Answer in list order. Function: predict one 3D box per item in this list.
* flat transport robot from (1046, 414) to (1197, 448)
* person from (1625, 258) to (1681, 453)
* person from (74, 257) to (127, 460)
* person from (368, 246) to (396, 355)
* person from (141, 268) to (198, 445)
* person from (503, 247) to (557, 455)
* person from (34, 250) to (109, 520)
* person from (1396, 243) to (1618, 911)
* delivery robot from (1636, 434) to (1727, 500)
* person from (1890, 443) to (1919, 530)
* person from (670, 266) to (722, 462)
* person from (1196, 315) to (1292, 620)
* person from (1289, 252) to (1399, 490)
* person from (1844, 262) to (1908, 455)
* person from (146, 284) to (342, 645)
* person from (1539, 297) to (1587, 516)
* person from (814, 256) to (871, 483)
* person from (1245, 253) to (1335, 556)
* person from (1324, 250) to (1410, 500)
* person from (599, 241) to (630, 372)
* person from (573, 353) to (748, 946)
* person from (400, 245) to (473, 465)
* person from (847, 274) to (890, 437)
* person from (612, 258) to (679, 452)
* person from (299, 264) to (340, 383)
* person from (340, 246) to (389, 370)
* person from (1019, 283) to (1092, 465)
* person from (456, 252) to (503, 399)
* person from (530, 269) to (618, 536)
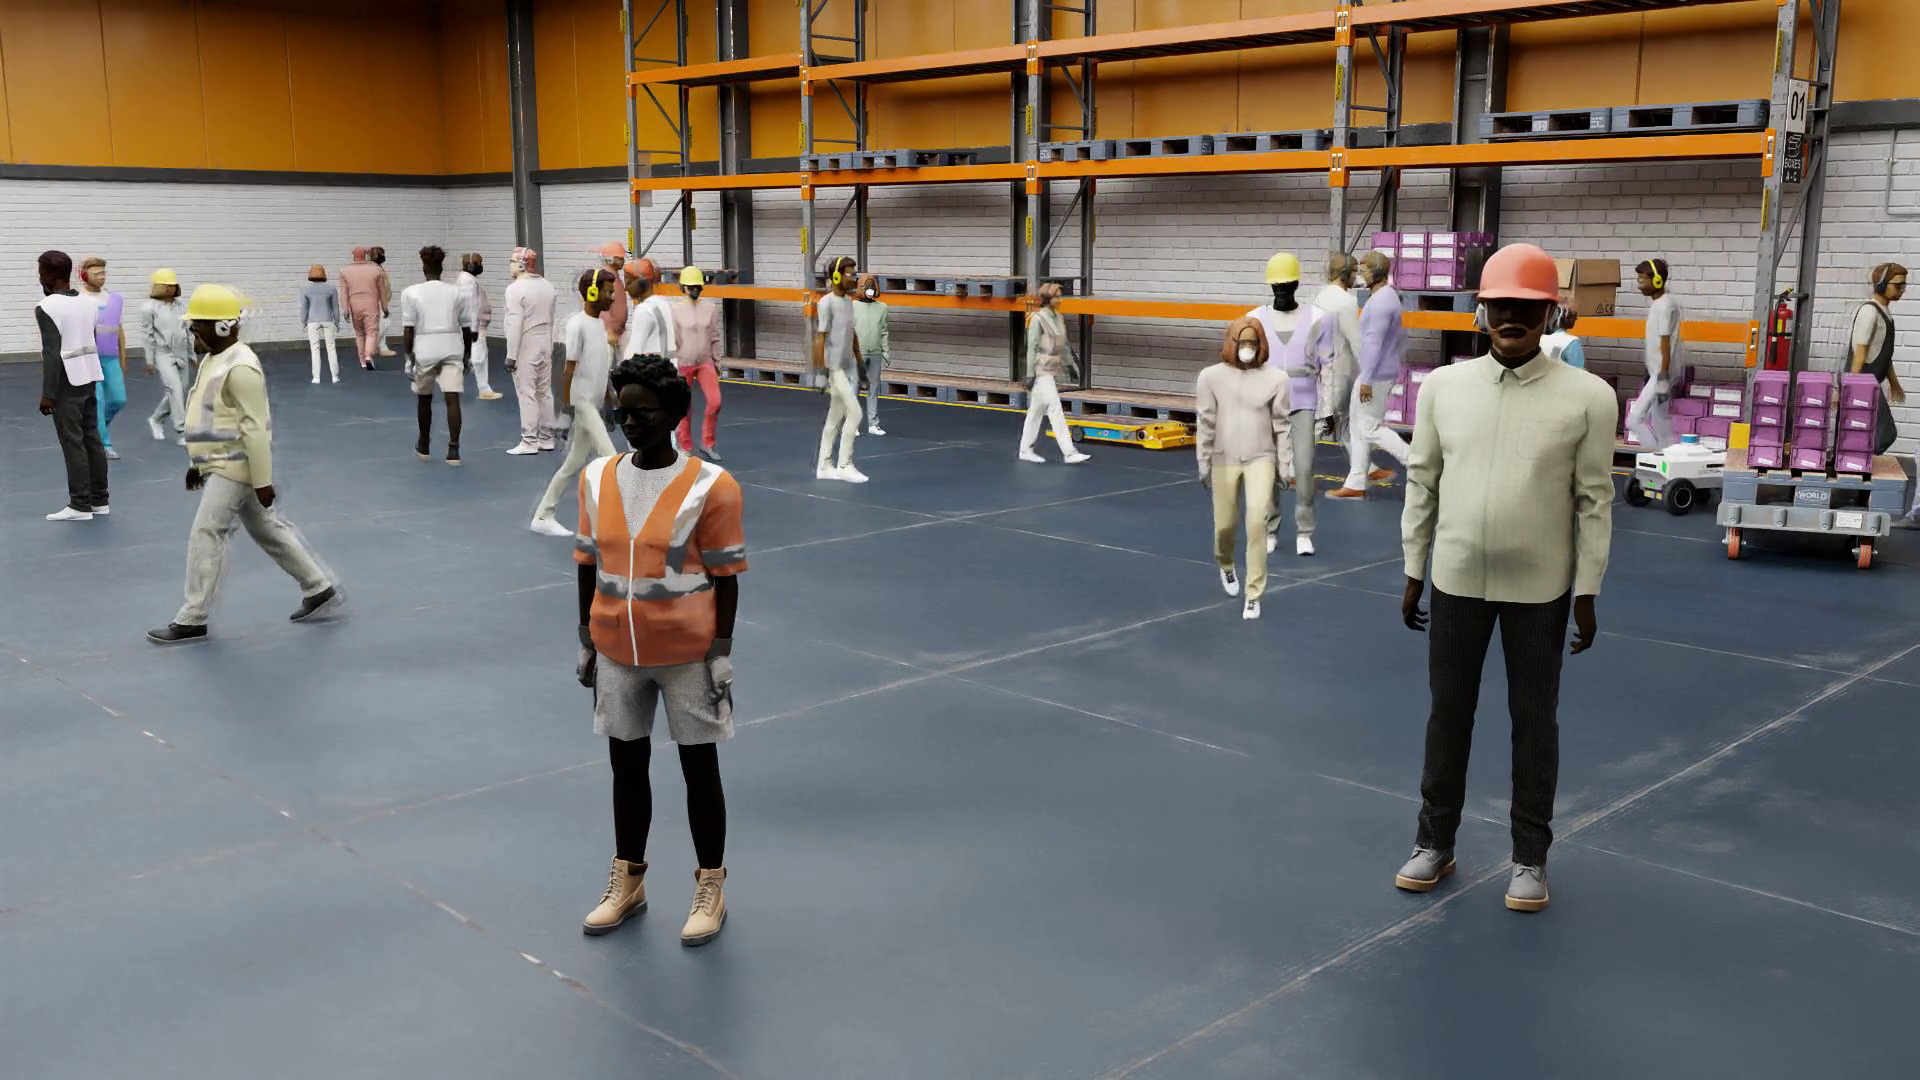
[{"bbox_3d":[1.596,-1.075,16.235,1.431,0.197,0.652,10,14,43],"label":"flat transport robot"},{"bbox_3d":[5.468,-1.265,12.991,0.499,1.841,0.638,4,11,19],"label":"person"},{"bbox_3d":[-7.855,-1.644,15.089,0.526,1.831,0.578,6,12,30],"label":"person"},{"bbox_3d":[-9.749,-4.001,27.921,0.435,1.832,0.648,-2,11,-11],"label":"person"},{"bbox_3d":[-7.698,-1.778,16.154,0.793,1.721,0.495,6,12,30],"label":"person"},{"bbox_3d":[-4.008,-1.746,15.416,0.408,1.913,0.643,4,11,21],"label":"person"},{"bbox_3d":[-6.339,-1.095,11.868,0.391,1.913,0.593,0,10,2],"label":"person"},{"bbox_3d":[1.633,0.115,5.033,0.613,1.997,0.374,6,12,29],"label":"person"},{"bbox_3d":[5.358,-0.536,12.265,0.707,0.478,0.477,-3,11,-18],"label":"delivery robot"},{"bbox_3d":[6.798,-0.896,11.252,0.740,1.738,0.528,10,14,43],"label":"person"},{"bbox_3d":[-2.341,-1.545,14.744,0.560,1.744,0.532,-7,12,-33],"label":"person"},{"bbox_3d":[1.531,-0.417,8.981,0.508,1.609,0.641,2,11,12],"label":"person"},{"bbox_3d":[3.025,-1.321,13.192,0.995,1.890,0.645,-1,10,-4],"label":"person"},{"bbox_3d":[6.768,-1.130,12.307,0.469,1.822,0.496,6,12,30],"label":"person"},{"bbox_3d":[-3.638,-0.398,8.423,0.950,1.792,0.582,-6,12,-30],"label":"person"},{"bbox_3d":[4.209,-0.923,11.810,0.882,1.593,0.525,-1,10,-8],"label":"person"},{"bbox_3d":[-0.924,-1.391,13.662,0.662,1.847,0.541,3,11,14],"label":"person"},{"bbox_3d":[2.040,-0.837,10.494,0.616,1.914,0.569,3,11,16],"label":"person"},{"bbox_3d":[3.201,-1.217,12.533,0.730,1.915,0.638,2,11,11],"label":"person"},{"bbox_3d":[-4.019,-2.402,18.865,0.879,1.966,0.621,2,11,13],"label":"person"},{"bbox_3d":[-0.867,0.315,4.768,0.533,1.697,0.318,3,11,16],"label":"person"},{"bbox_3d":[-4.685,-1.656,14.884,0.631,1.919,0.939,-5,12,-27],"label":"person"},{"bbox_3d":[-0.943,-1.866,16.826,0.498,1.634,0.280,-6,12,-28],"label":"person"},{"bbox_3d":[-2.305,-1.077,11.917,0.763,1.855,0.577,0,10,0],"label":"person"},{"bbox_3d":[-8.770,-2.963,22.811,0.507,1.631,0.266,-5,12,-26],"label":"person"},{"bbox_3d":[-9.005,-3.504,25.144,0.641,1.869,0.947,-1,10,-8],"label":"person"},{"bbox_3d":[0.861,-1.454,14.688,0.826,1.599,0.519,5,11,24],"label":"person"},{"bbox_3d":[-6.032,-2.616,20.422,0.666,1.822,0.628,-4,11,-19],"label":"person"},{"bbox_3d":[-2.468,-0.888,11.052,0.984,1.812,0.551,1,10,6],"label":"person"}]
